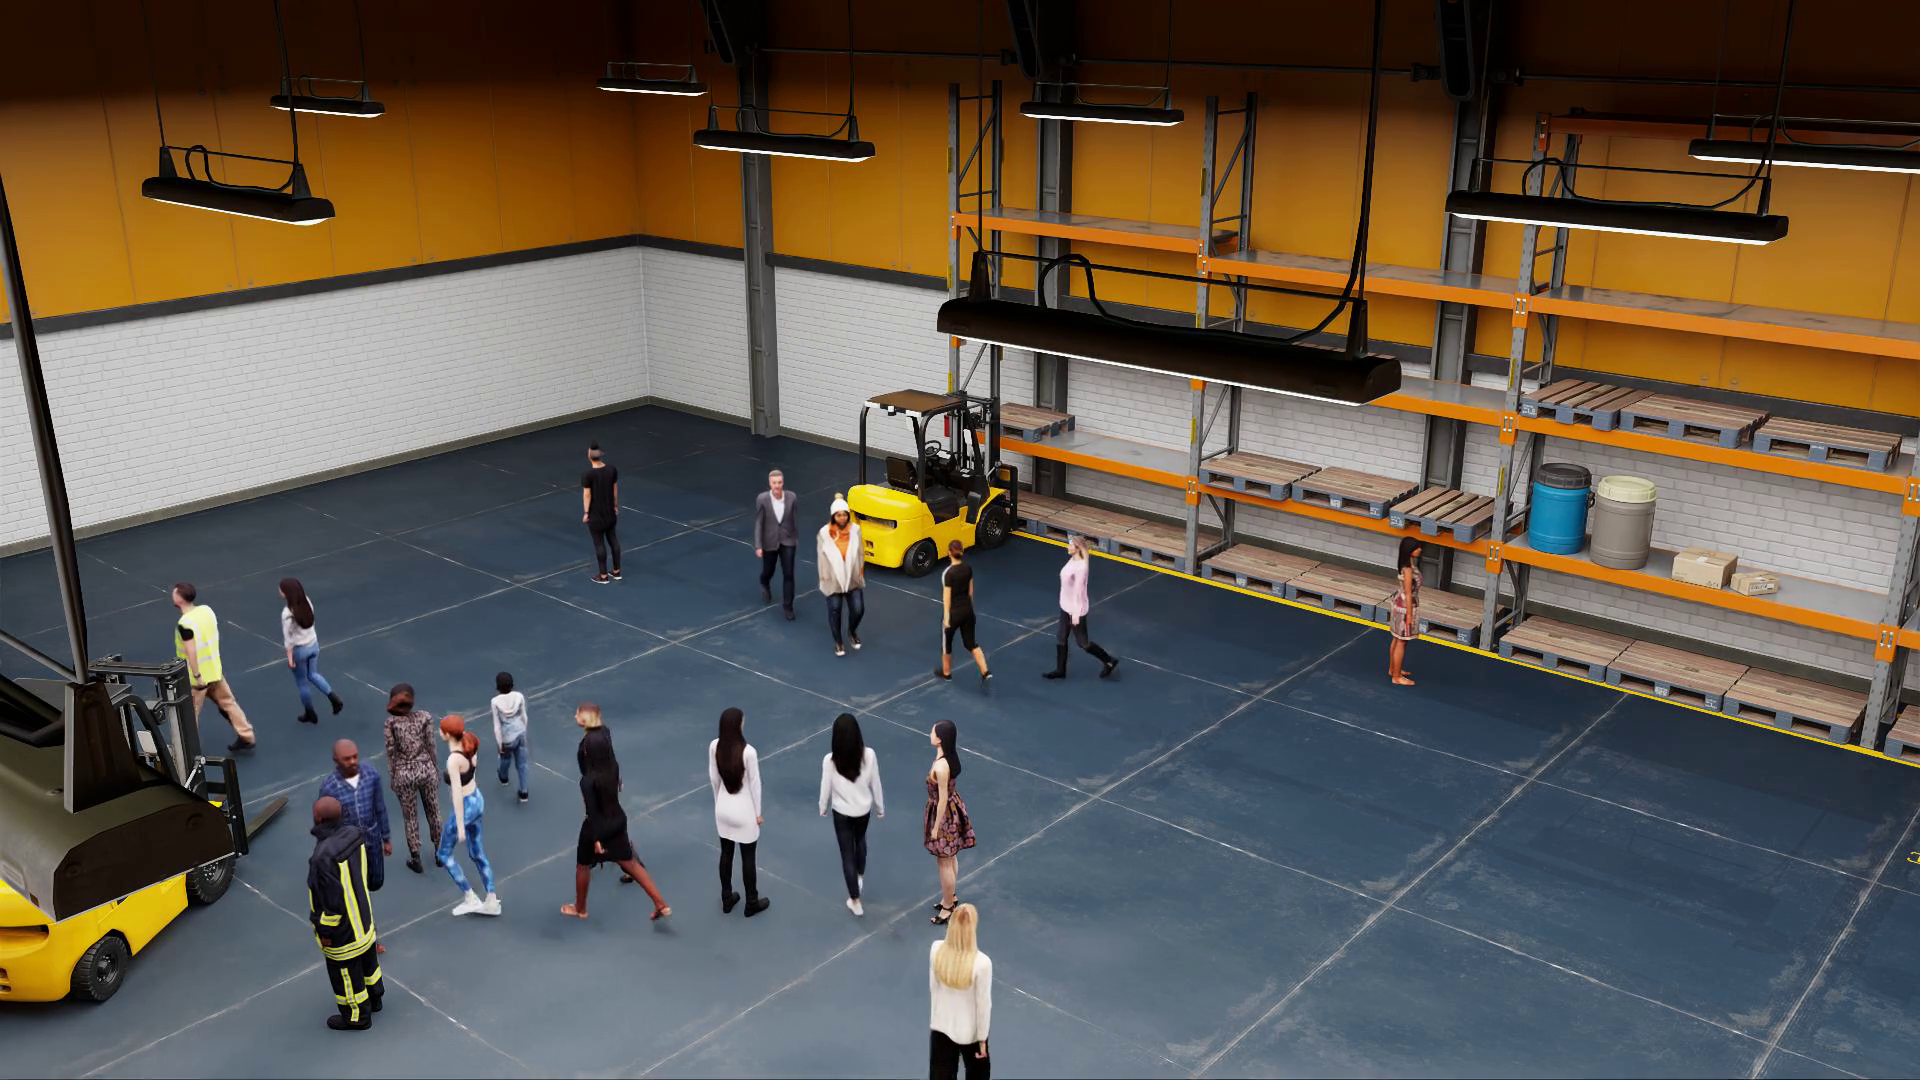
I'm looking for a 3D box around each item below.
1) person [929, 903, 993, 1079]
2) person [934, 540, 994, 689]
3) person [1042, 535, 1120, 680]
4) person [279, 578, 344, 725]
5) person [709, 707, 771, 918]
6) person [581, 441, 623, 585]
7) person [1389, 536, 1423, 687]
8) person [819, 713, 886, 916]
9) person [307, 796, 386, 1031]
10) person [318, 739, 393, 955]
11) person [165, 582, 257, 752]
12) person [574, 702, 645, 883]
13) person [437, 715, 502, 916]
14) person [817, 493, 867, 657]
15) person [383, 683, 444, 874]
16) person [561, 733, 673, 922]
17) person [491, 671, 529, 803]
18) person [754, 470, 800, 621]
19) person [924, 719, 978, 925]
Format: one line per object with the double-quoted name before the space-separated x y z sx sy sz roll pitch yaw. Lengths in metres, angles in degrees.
"person" -0.050 3.196 10.528 1.170 1.812 0.955 7 20 20
"person" 0.044 0.823 17.842 0.711 1.640 1.100 -15 24 -37
"person" 1.339 0.757 18.004 1.089 1.662 1.055 -3 19 -7
"person" -6.609 1.143 16.934 0.884 1.614 0.790 5 19 15
"person" -1.825 2.200 13.491 0.548 1.807 0.716 9 20 24
"person" -4.526 -0.372 21.035 0.576 1.867 0.677 16 24 39
"person" 4.826 0.745 18.065 0.729 1.645 0.725 2 19 6
"person" -0.854 2.250 13.544 0.889 1.679 0.999 -7 20 -19
"person" -4.468 2.674 12.061 0.866 1.821 0.862 3 19 9
"person" -4.782 2.354 13.052 0.674 1.796 0.955 -16 25 -40
"person" -7.314 1.285 16.205 1.242 1.810 1.026 4 19 11
"person" -2.912 2.126 13.983 0.934 1.635 0.843 1 19 4
"person" -3.897 2.252 13.398 0.818 1.768 0.767 4 19 10
"person" -1.348 0.363 18.828 0.839 1.884 0.878 -5 19 -14
"person" -4.651 2.014 14.188 0.638 1.715 0.637 -10 21 -27
"person" -2.738 2.350 13.257 1.290 1.672 0.884 8 20 22
"person" -4.151 1.846 15.450 0.689 1.229 0.924 -9 21 -26
"person" -2.201 0.013 19.994 1.114 1.802 1.261 -5 19 -15
"person" -0.130 2.254 13.382 0.835 1.775 0.795 3 19 8
